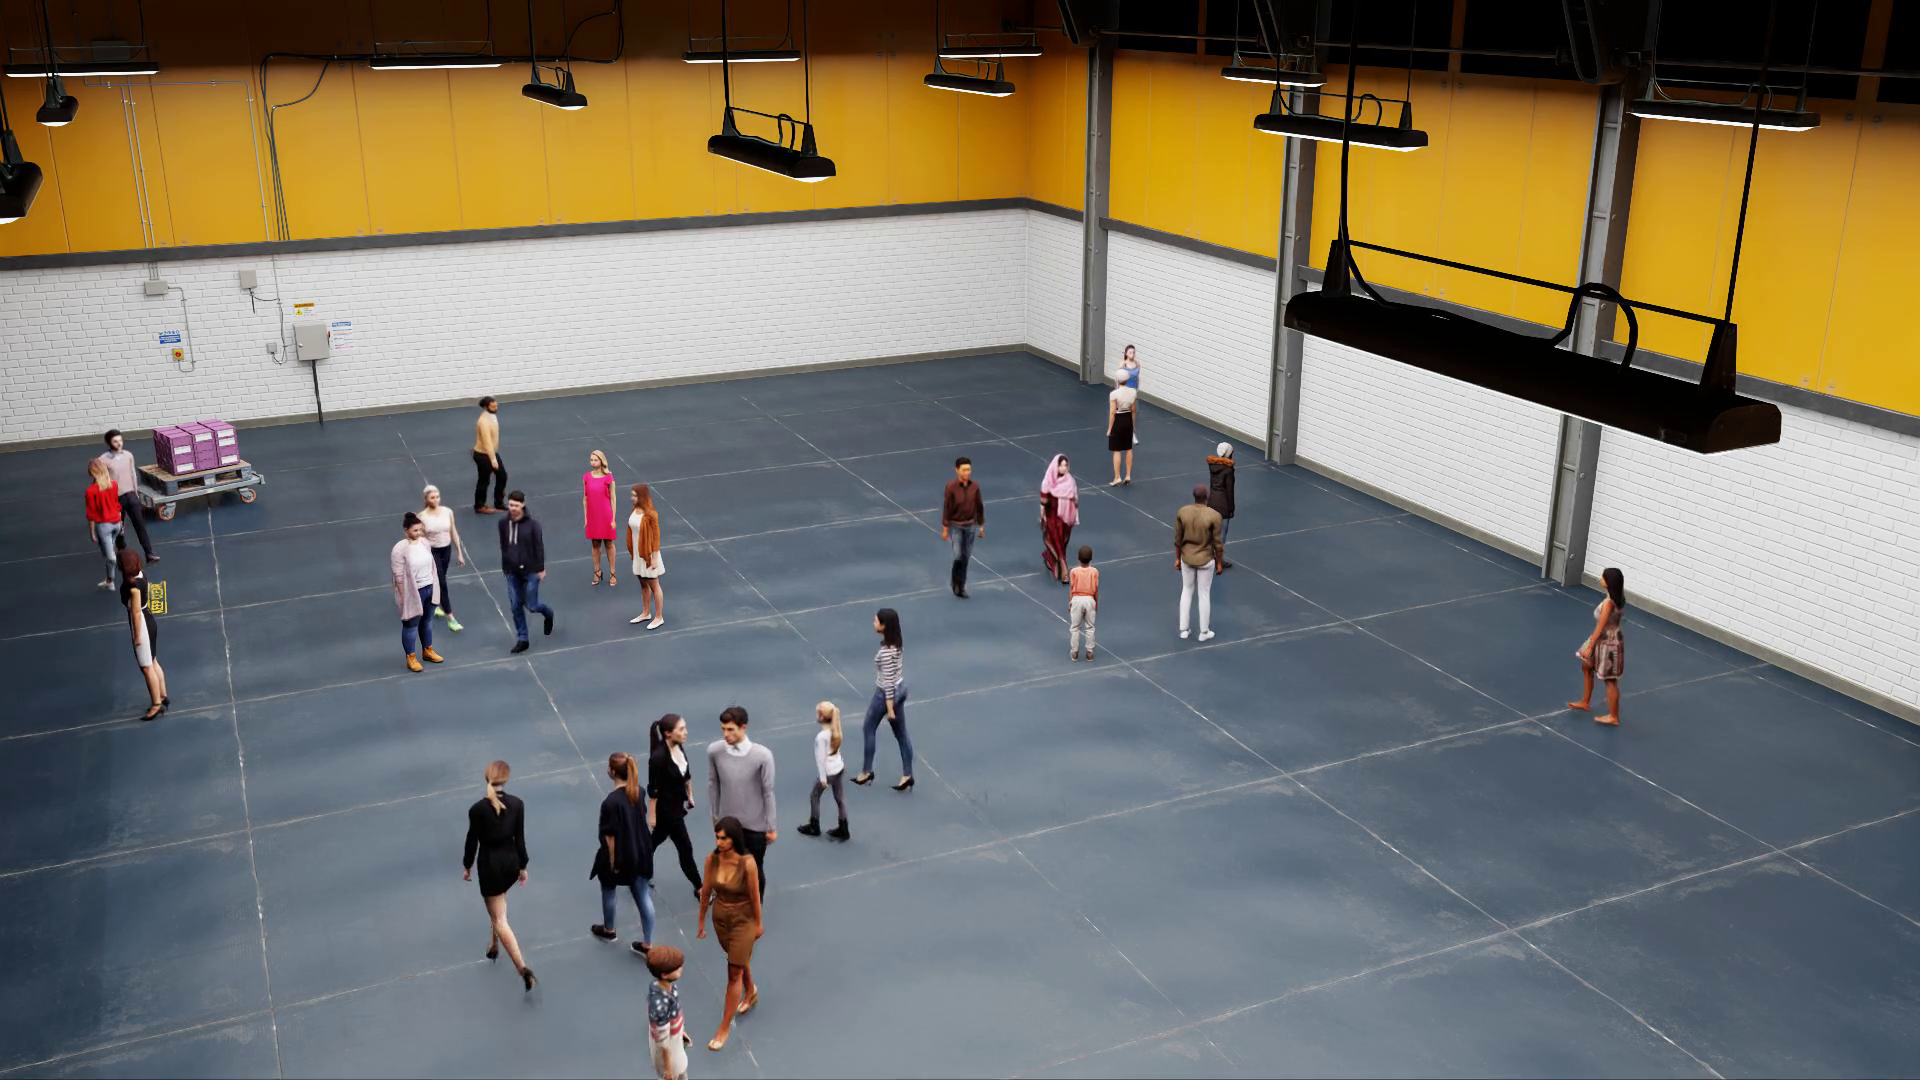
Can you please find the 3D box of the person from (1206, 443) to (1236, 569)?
[{"bbox_3d":[3.296,-0.452,21.100,0.701,1.634,0.557,-11,22,-30],"label":"person"}]

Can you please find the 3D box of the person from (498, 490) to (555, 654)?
[{"bbox_3d":[-4.790,0.312,18.459,1.003,1.871,1.077,6,19,16],"label":"person"}]

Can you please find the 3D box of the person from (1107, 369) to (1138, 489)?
[{"bbox_3d":[2.381,-1.644,24.451,0.640,1.752,0.517,-9,21,-25],"label":"person"}]

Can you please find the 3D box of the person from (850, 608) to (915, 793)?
[{"bbox_3d":[-0.554,1.485,15.139,0.963,1.767,0.908,6,20,18],"label":"person"}]

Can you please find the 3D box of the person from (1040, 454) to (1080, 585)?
[{"bbox_3d":[1.191,-0.289,20.677,0.732,1.593,1.139,-6,19,-17],"label":"person"}]

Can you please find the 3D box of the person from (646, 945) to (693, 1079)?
[{"bbox_3d":[-1.885,3.201,10.561,0.623,1.435,0.515,-4,19,-11],"label":"person"}]

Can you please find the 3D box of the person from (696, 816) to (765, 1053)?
[{"bbox_3d":[-1.553,2.685,11.754,1.013,1.652,1.014,8,20,23],"label":"person"}]

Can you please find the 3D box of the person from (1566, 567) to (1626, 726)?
[{"bbox_3d":[6.539,1.080,16.561,0.931,1.626,0.860,9,21,25],"label":"person"}]

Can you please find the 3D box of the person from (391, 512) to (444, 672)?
[{"bbox_3d":[-5.894,0.533,17.998,0.824,1.746,0.800,11,21,29],"label":"person"}]

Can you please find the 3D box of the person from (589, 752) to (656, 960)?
[{"bbox_3d":[-2.443,2.412,12.556,0.988,1.657,0.857,14,23,36],"label":"person"}]

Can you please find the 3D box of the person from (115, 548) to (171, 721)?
[{"bbox_3d":[-8.216,0.930,16.740,0.654,1.796,0.465,-6,19,-16],"label":"person"}]

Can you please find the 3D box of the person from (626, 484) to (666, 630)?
[{"bbox_3d":[-3.611,0.159,19.152,0.638,1.718,0.756,16,24,39],"label":"person"}]

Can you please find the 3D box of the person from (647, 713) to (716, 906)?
[{"bbox_3d":[-2.419,2.159,13.381,1.091,1.611,1.085,5,19,15],"label":"person"}]

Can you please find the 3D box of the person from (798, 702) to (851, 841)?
[{"bbox_3d":[-1.065,2.011,14.365,0.771,1.264,0.670,11,22,30],"label":"person"}]

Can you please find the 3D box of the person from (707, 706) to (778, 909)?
[{"bbox_3d":[-1.647,2.141,12.967,0.907,1.909,0.948,4,19,11],"label":"person"}]

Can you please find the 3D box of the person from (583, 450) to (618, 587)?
[{"bbox_3d":[-4.413,-0.284,20.451,0.663,1.728,0.698,3,19,9],"label":"person"}]

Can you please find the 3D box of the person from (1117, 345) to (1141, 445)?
[{"bbox_3d":[2.692,-2.368,26.856,0.617,1.591,0.985,-7,20,-19],"label":"person"}]

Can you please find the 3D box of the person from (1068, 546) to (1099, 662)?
[{"bbox_3d":[1.348,0.689,18.218,0.536,1.310,0.563,-1,19,-3],"label":"person"}]

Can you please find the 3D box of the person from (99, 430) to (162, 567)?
[{"bbox_3d":[-10.686,-0.530,21.119,1.231,1.769,0.982,14,23,36],"label":"person"}]

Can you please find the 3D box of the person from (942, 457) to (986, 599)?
[{"bbox_3d":[-0.010,-0.170,20.043,0.670,1.772,0.592,-8,20,-22],"label":"person"}]

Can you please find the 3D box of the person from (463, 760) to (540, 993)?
[{"bbox_3d":[-3.350,2.505,12.197,0.808,1.710,1.167,-17,25,-41],"label":"person"}]

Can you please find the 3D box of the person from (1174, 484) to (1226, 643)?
[{"bbox_3d":[2.677,0.242,18.738,0.757,1.825,0.854,9,21,25],"label":"person"}]

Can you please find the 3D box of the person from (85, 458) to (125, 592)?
[{"bbox_3d":[-10.239,-0.134,20.081,1.092,1.680,1.025,7,20,20],"label":"person"}]

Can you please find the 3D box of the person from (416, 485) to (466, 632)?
[{"bbox_3d":[-6.052,0.177,19.201,1.252,1.653,0.895,17,25,41],"label":"person"}]

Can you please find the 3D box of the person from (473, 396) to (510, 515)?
[{"bbox_3d":[-6.614,-1.168,23.106,0.939,1.709,0.896,-1,19,-4],"label":"person"}]
